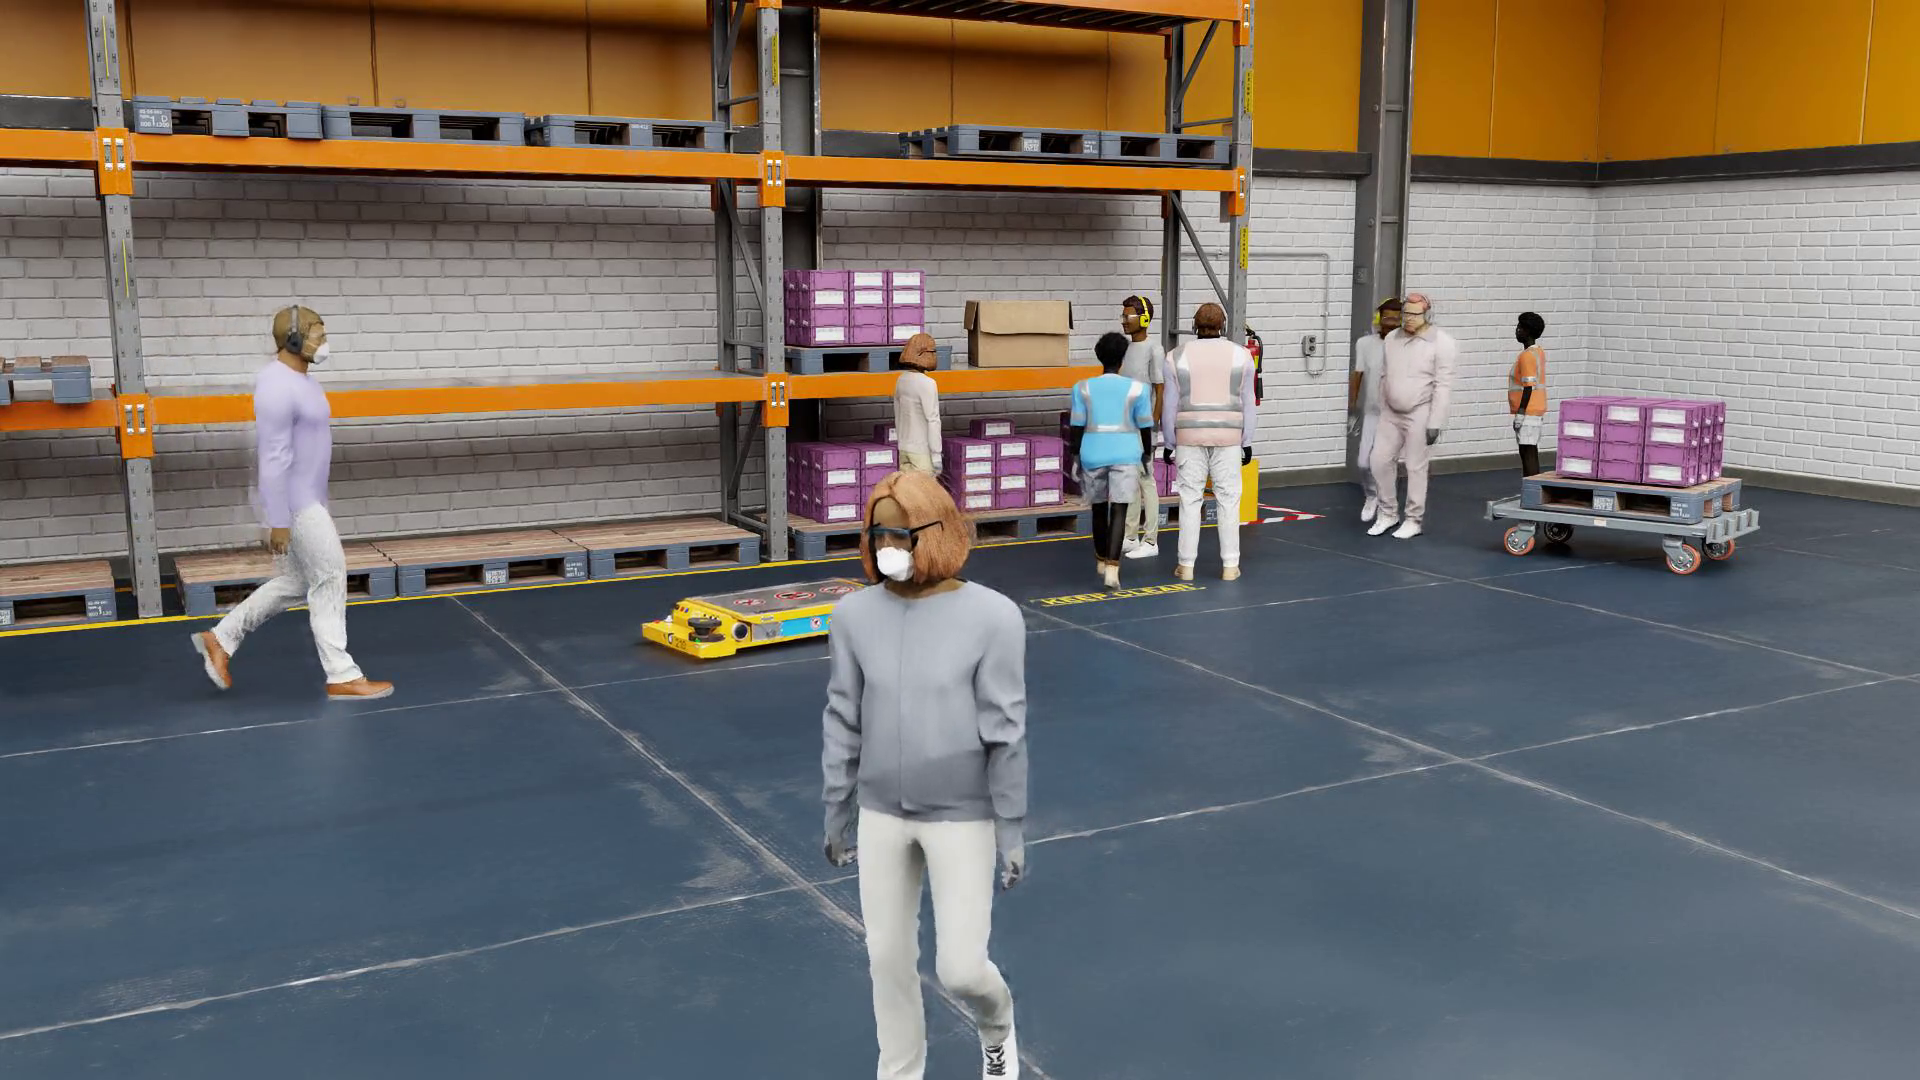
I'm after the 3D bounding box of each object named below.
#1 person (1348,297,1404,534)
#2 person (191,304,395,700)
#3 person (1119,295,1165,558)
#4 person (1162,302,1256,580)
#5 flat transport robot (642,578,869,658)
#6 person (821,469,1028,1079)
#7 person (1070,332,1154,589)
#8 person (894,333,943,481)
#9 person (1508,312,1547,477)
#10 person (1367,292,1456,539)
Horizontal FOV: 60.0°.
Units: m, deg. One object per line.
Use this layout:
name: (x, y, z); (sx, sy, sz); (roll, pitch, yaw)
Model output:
person: (3.345, -0.977, 13.036); (0.531, 1.842, 0.567); (4, 10, 22)
person: (-3.212, -0.159, 7.879); (0.855, 1.912, 0.632); (-2, 9, -11)
person: (1.257, -0.805, 11.905); (0.329, 1.872, 0.510); (-5, 10, -26)
person: (1.643, -0.647, 11.023); (0.619, 1.845, 0.430); (1, 9, 5)
flat transport robot: (-0.990, 0.415, 9.327); (1.431, 0.197, 0.652); (-7, 12, -37)
person: (-0.073, 0.639, 3.838); (0.525, 1.620, 0.456); (4, 10, 25)
person: (0.985, -0.521, 10.837); (0.533, 1.662, 0.813); (2, 10, 14)
person: (-0.267, -0.571, 11.195); (0.279, 1.633, 0.505); (-6, 11, -31)
person: (4.804, -1.081, 14.107); (0.320, 1.698, 0.531); (5, 10, 26)
person: (3.389, -0.924, 12.583); (0.560, 1.877, 0.663); (-8, 12, -40)
